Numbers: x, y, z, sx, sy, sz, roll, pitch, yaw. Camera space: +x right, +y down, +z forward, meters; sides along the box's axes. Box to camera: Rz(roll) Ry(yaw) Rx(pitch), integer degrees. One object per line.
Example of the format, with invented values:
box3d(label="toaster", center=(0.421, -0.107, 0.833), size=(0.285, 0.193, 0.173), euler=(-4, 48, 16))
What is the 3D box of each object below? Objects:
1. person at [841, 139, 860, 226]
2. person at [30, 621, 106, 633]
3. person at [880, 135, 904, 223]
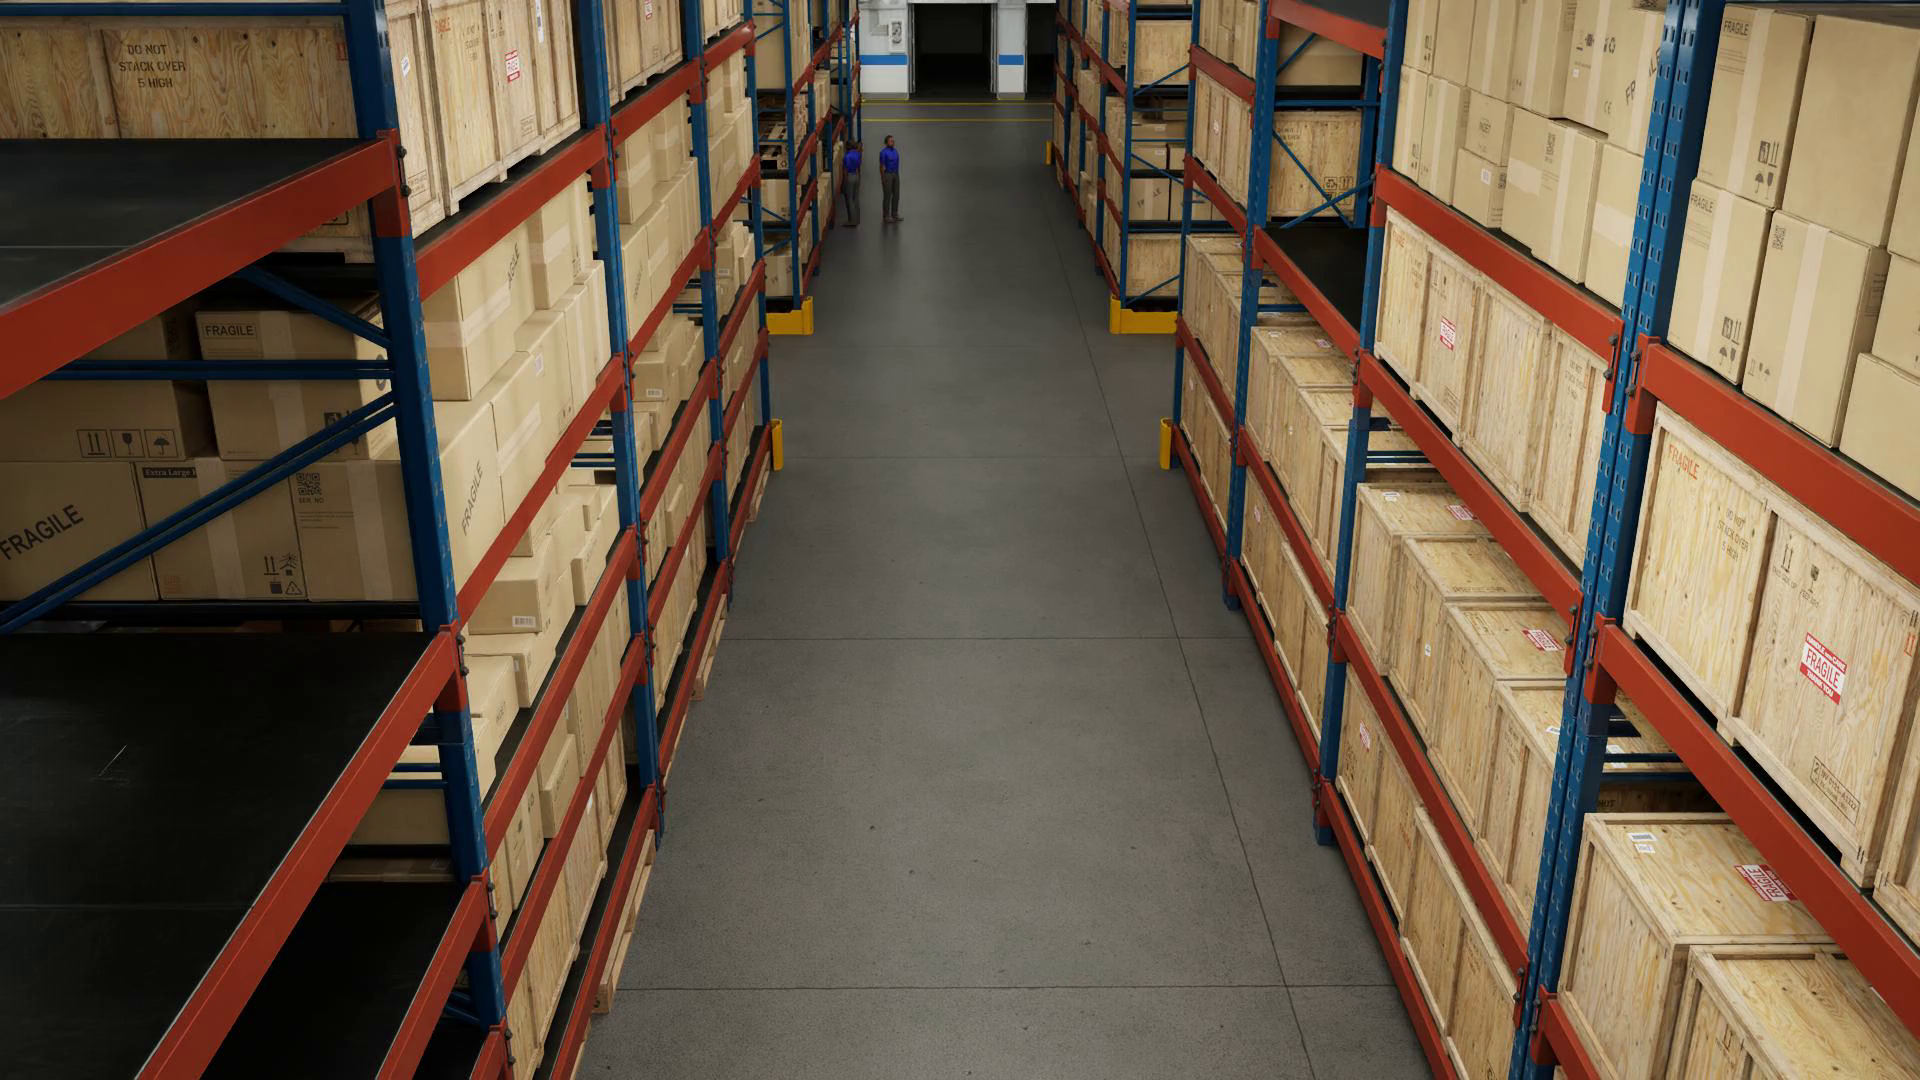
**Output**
box3d(label="person", center=(-2.114, -6.940, 32.257), size=(0.308, 1.669, 0.481), euler=(16, 27, 35))
box3d(label="person", center=(-7.835, 0.029, 14.506), size=(0.697, 1.707, 0.721), euler=(1, 22, 2))
box3d(label="person", center=(-1.345, -7.106, 32.683), size=(0.359, 1.657, 0.433), euler=(18, 28, 37))
